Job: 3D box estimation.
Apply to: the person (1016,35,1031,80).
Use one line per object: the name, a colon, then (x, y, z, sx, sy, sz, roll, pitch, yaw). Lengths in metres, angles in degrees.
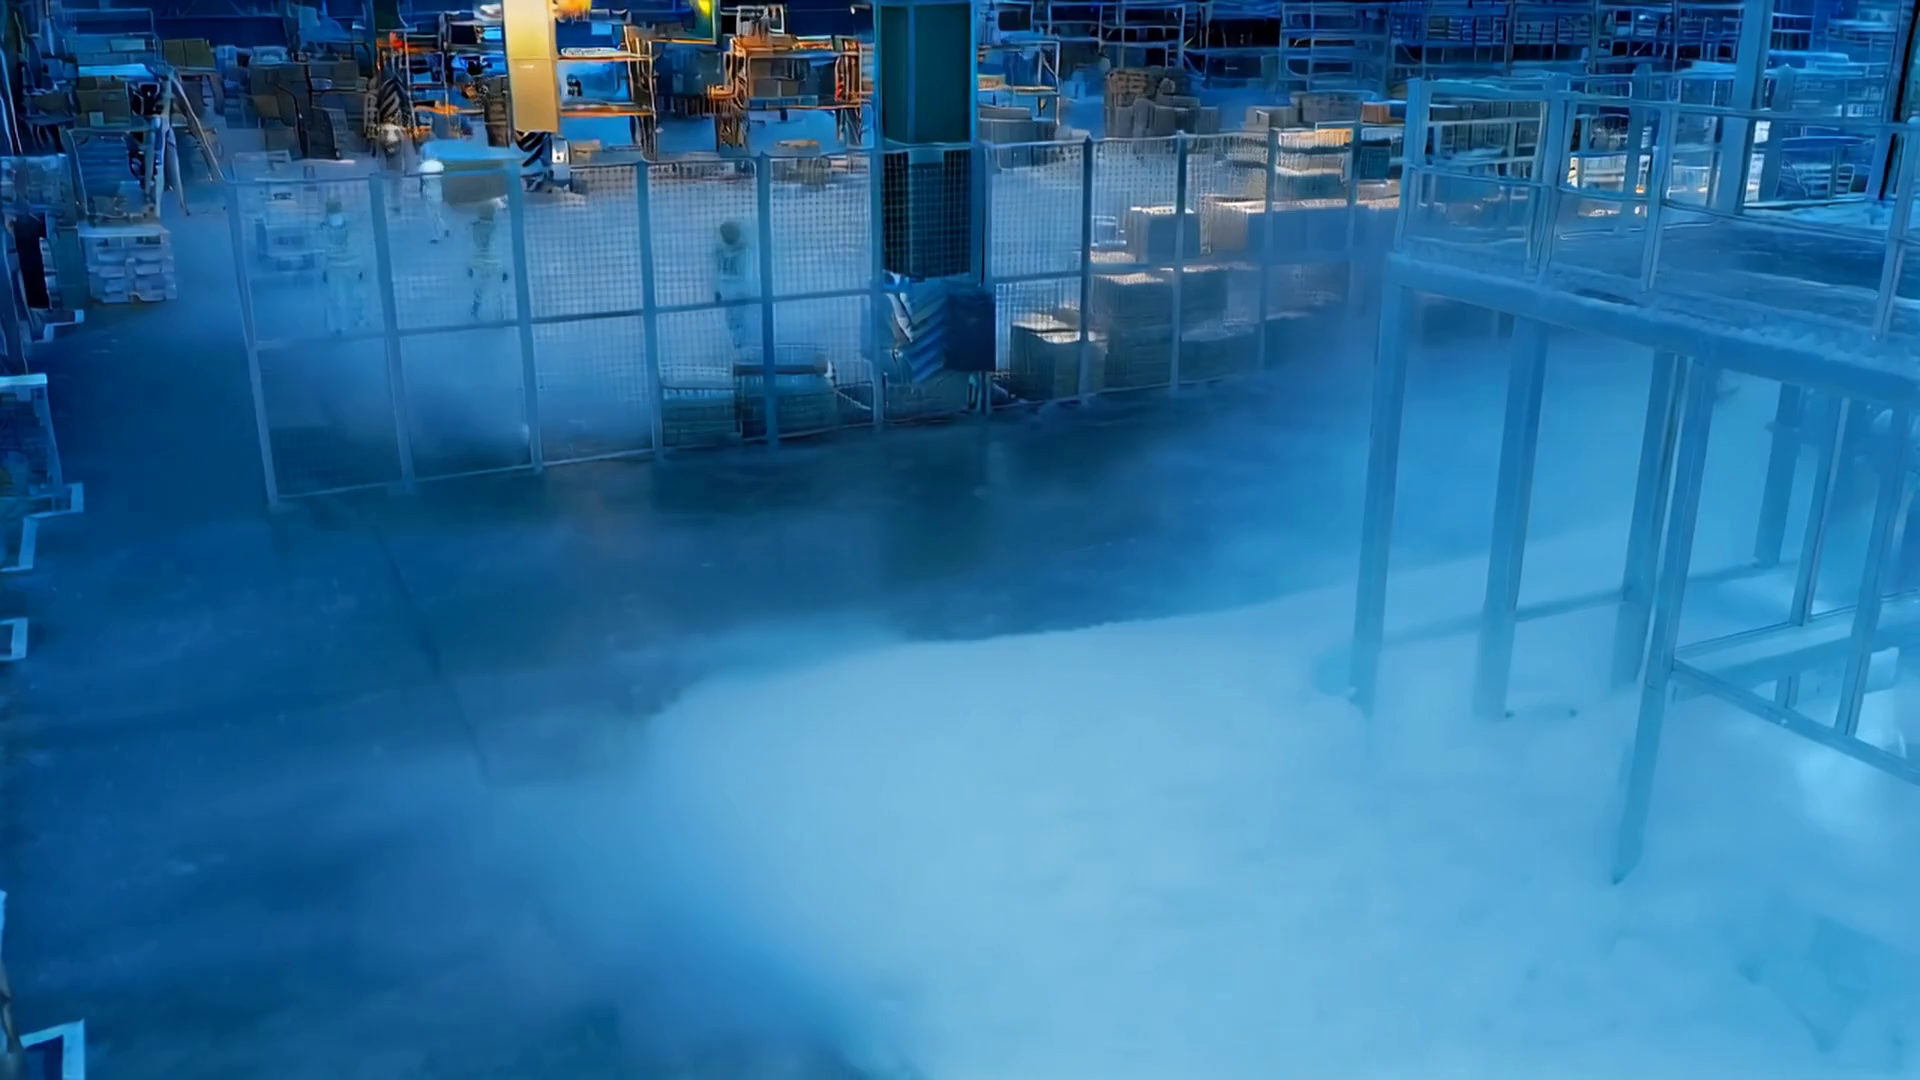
person: (2.900, -21.911, 75.579, 0.636, 1.952, 0.928, -15, 24, -38)

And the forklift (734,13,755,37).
forklift: (-10.219, -23.674, 79.298, 1.129, 2.768, 1.873, -9, 21, -25)

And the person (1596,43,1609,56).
person: (28.339, -21.220, 73.519, 0.623, 2.004, 1.020, -2, 19, -6)

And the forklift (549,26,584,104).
forklift: (-15.198, -17.705, 61.995, 1.873, 2.768, 1.129, -9, 21, -25)

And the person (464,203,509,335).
person: (-6.627, -3.806, 23.323, 0.618, 1.813, 0.883, 1, 19, 3)

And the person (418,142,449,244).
person: (-9.797, -6.422, 30.851, 0.377, 1.852, 0.511, 18, 26, 42)

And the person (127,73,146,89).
person: (-27.205, -14.813, 55.054, 0.385, 1.922, 0.594, 18, 26, 41)

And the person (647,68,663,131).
person: (-9.597, -13.808, 52.132, 0.377, 1.932, 0.629, -10, 21, -26)

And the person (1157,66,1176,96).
person: (6.472, -13.897, 52.334, 0.603, 1.967, 0.366, 0, 19, 0)

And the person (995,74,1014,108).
person: (1.321, -12.967, 49.765, 0.574, 1.883, 0.355, 7, 20, 19)

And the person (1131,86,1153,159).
person: (4.845, -11.083, 44.273, 0.551, 1.917, 0.785, -1, 19, -2)

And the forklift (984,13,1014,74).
forklift: (1.514, -23.470, 78.706, 1.873, 2.768, 1.129, 12, 22, 31)

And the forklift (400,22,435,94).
forklift: (-22.141, -19.205, 66.342, 1.129, 2.768, 1.873, 14, 23, 35)

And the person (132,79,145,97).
person: (-25.370, -13.405, 51.418, 0.522, 1.631, 0.323, 6, 20, 17)

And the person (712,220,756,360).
person: (-2.954, -3.241, 21.648, 0.659, 1.829, 0.450, 12, 22, 31)

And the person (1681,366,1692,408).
person: (8.742, -2.403, 19.206, 0.933, 1.853, 0.582, -4, 19, -11)

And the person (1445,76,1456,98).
person: (15.159, -13.422, 51.311, 0.886, 1.717, 0.551, 0, 19, 0)

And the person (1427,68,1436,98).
person: (16.111, -15.371, 57.100, 0.514, 1.641, 0.309, -17, 25, -40)

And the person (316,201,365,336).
person: (-8.521, -3.724, 22.957, 0.619, 1.898, 0.997, -3, 19, -8)

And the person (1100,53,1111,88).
person: (5.759, -18.488, 66.061, 0.543, 1.681, 0.627, -13, 23, -33)

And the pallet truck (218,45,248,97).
pallet truck: (-28.879, -18.665, 66.111, 0.823, 1.965, 1.885, -3, 19, -9)

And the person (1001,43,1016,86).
person: (1.999, -19.576, 68.838, 0.636, 1.938, 0.358, 3, 19, 9)

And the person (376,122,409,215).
person: (-11.724, -7.684, 34.453, 0.604, 1.873, 1.003, -10, 21, -26)

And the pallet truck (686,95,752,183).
pallet truck: (-5.836, -9.608, 39.856, 0.823, 1.965, 1.885, 10, 22, 27)

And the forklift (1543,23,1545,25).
forklift: (22.859, -18.916, 65.505, 1.873, 2.768, 1.129, -9, 21, -25)

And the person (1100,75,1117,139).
person: (4.440, -12.936, 49.720, 0.526, 1.859, 0.316, 13, 23, 34)

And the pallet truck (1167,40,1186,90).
pallet truck: (9.045, -19.971, 69.895, 0.823, 1.965, 1.885, -3, 19, -8)
